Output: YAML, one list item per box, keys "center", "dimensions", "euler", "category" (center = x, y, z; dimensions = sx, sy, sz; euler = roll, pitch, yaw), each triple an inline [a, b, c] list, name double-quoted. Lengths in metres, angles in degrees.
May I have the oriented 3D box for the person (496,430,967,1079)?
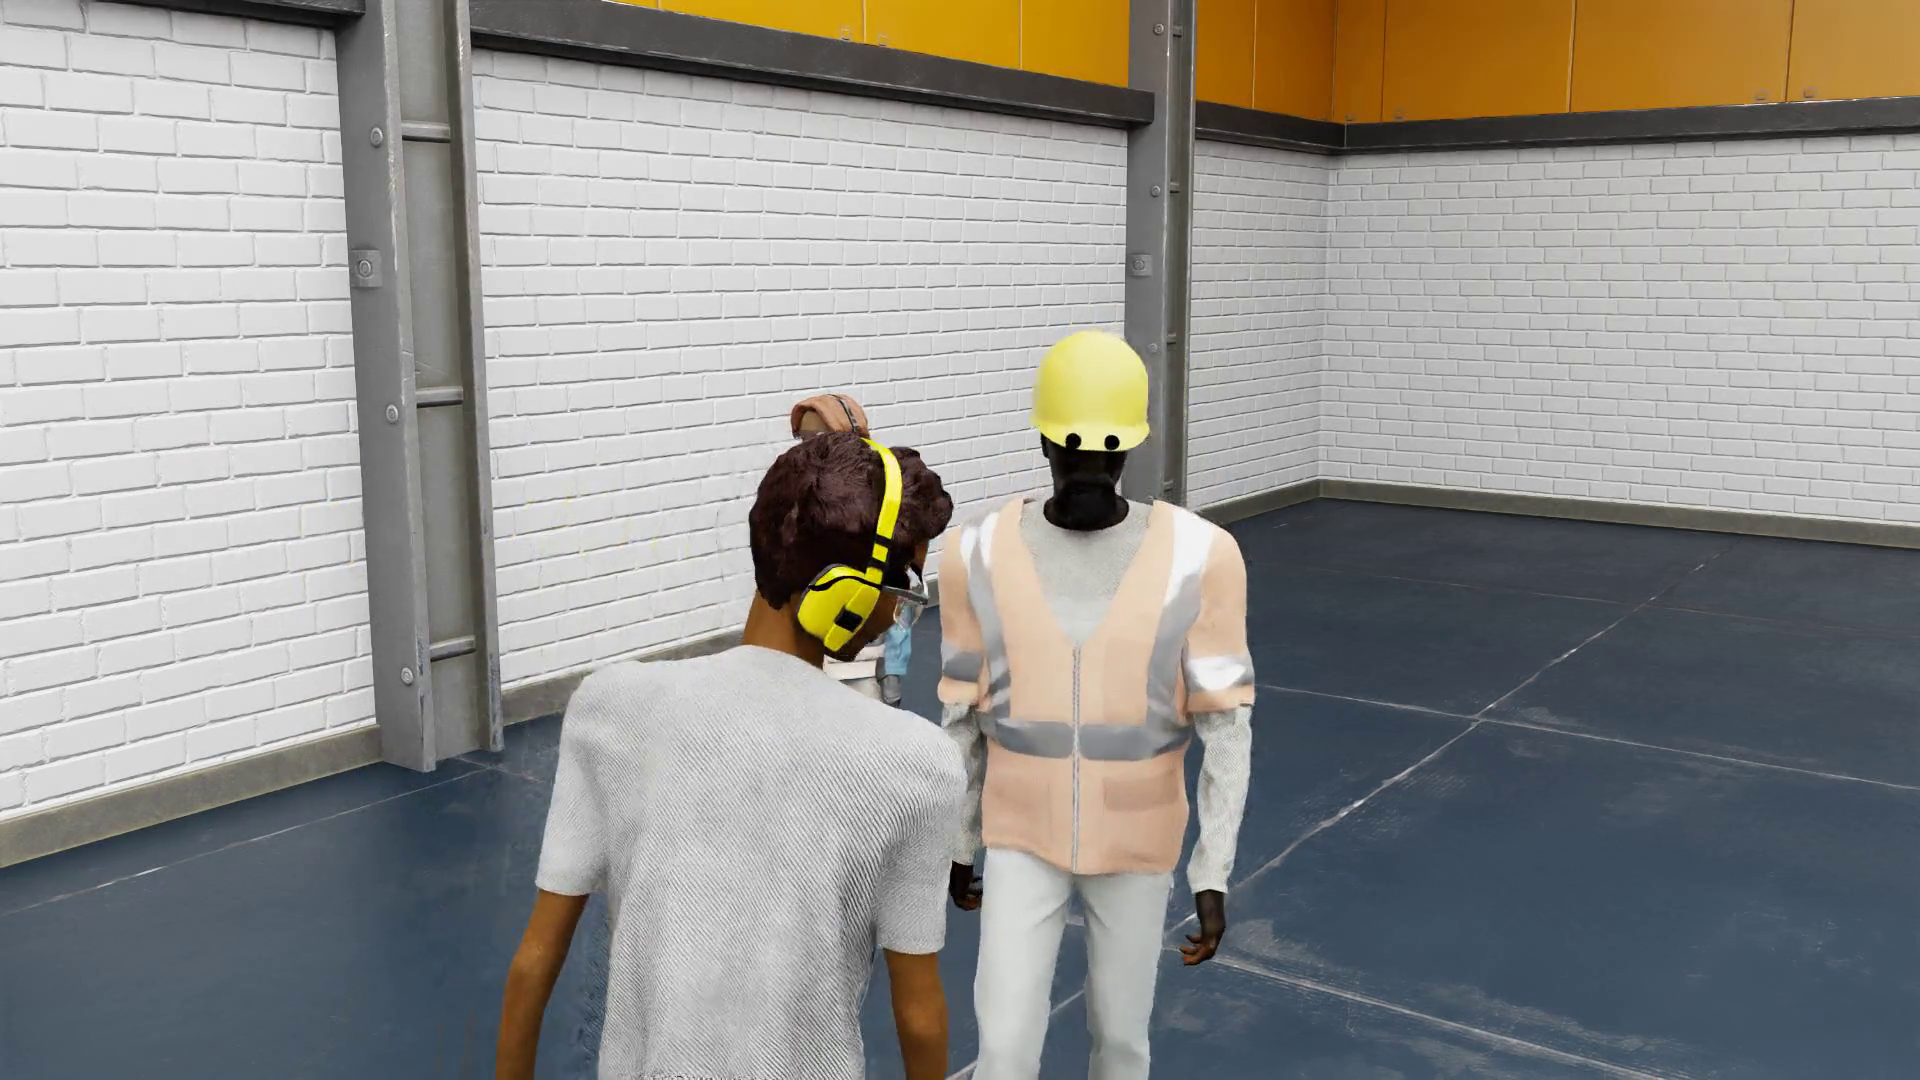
- center: [-0.344, 0.780, 2.050]
  dimensions: [0.697, 1.833, 0.336]
  euler: [1, 10, 4]
  category: "person"

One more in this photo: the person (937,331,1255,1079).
- center: [0.240, 0.564, 3.138]
  dimensions: [0.603, 1.898, 0.695]
  euler: [2, 10, 10]
  category: "person"

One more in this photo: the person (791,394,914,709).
- center: [-0.363, 0.381, 4.960]
  dimensions: [0.515, 1.641, 0.315]
  euler: [6, 11, 33]
  category: "person"
